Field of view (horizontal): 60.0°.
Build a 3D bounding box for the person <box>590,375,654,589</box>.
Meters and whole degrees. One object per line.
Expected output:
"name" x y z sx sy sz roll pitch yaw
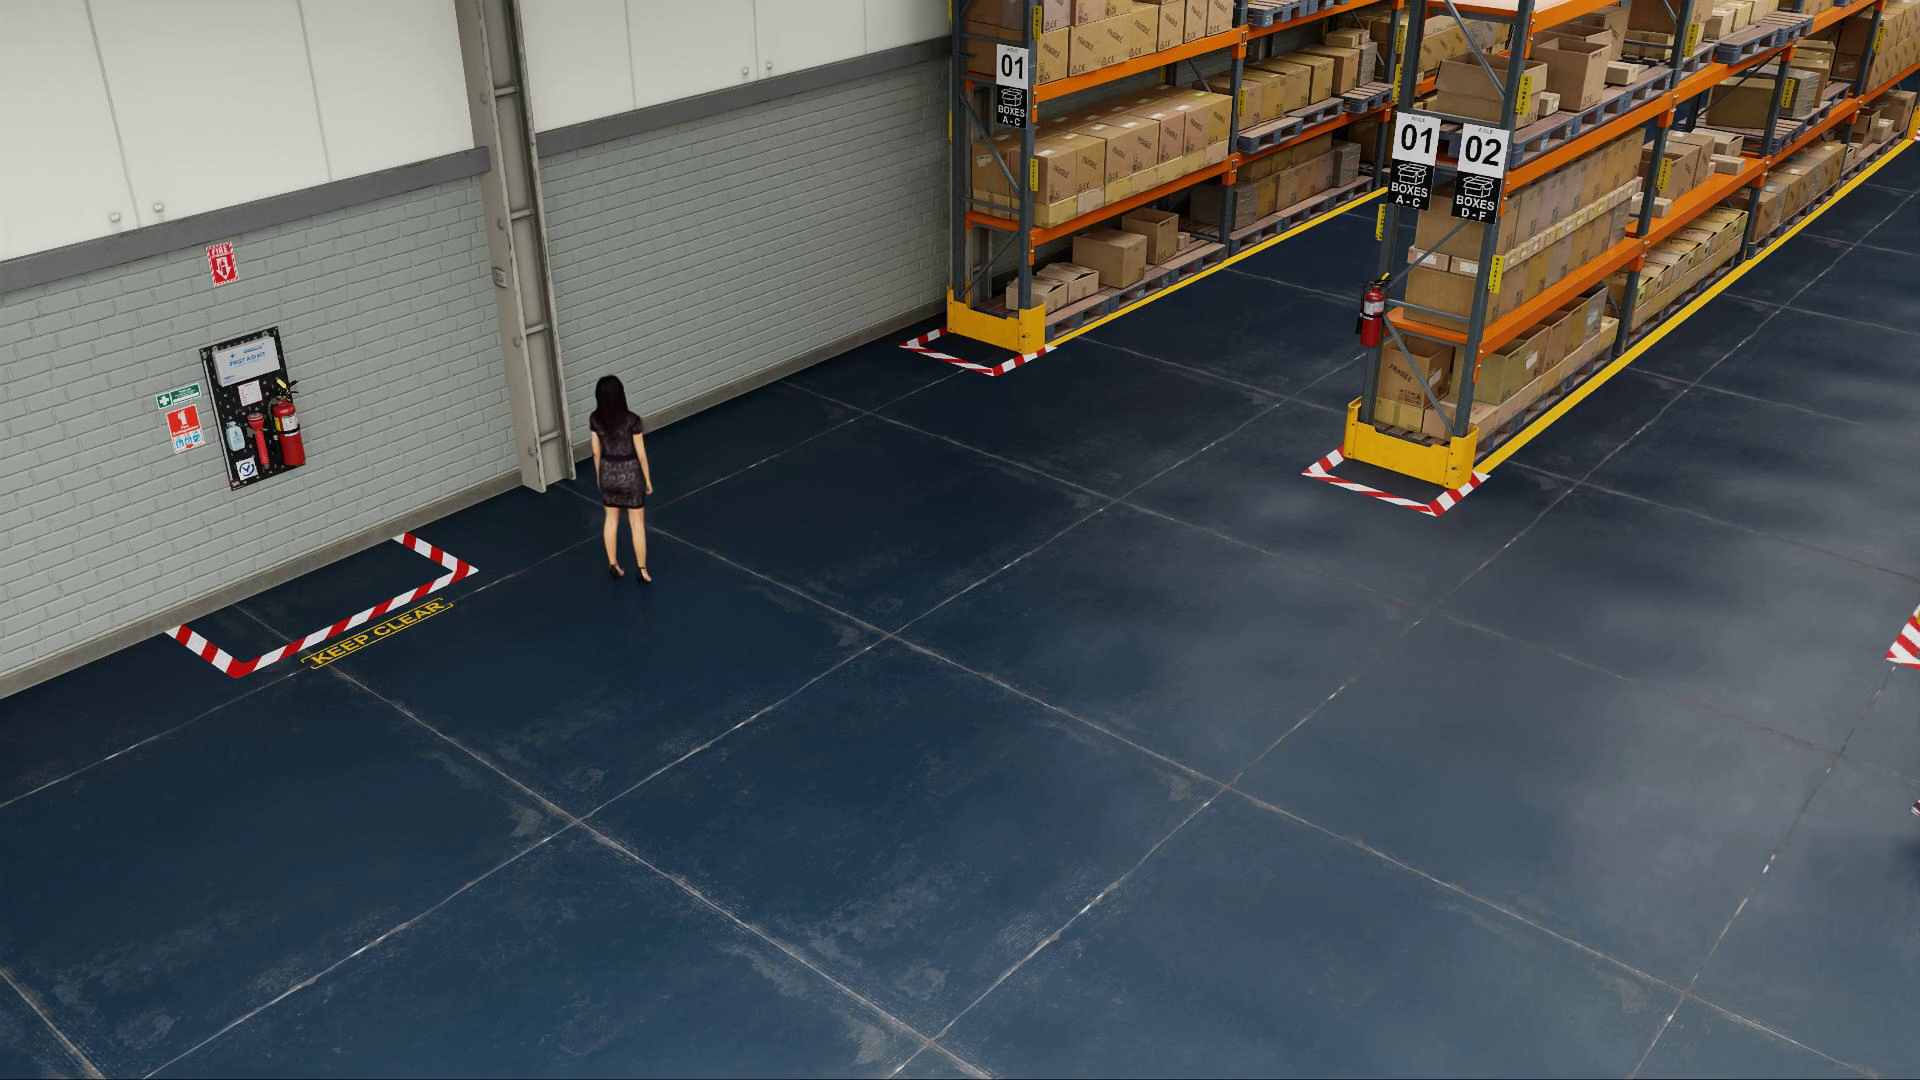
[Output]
"person" -2.641 -0.445 13.001 0.660 1.792 0.660 4 28 8
